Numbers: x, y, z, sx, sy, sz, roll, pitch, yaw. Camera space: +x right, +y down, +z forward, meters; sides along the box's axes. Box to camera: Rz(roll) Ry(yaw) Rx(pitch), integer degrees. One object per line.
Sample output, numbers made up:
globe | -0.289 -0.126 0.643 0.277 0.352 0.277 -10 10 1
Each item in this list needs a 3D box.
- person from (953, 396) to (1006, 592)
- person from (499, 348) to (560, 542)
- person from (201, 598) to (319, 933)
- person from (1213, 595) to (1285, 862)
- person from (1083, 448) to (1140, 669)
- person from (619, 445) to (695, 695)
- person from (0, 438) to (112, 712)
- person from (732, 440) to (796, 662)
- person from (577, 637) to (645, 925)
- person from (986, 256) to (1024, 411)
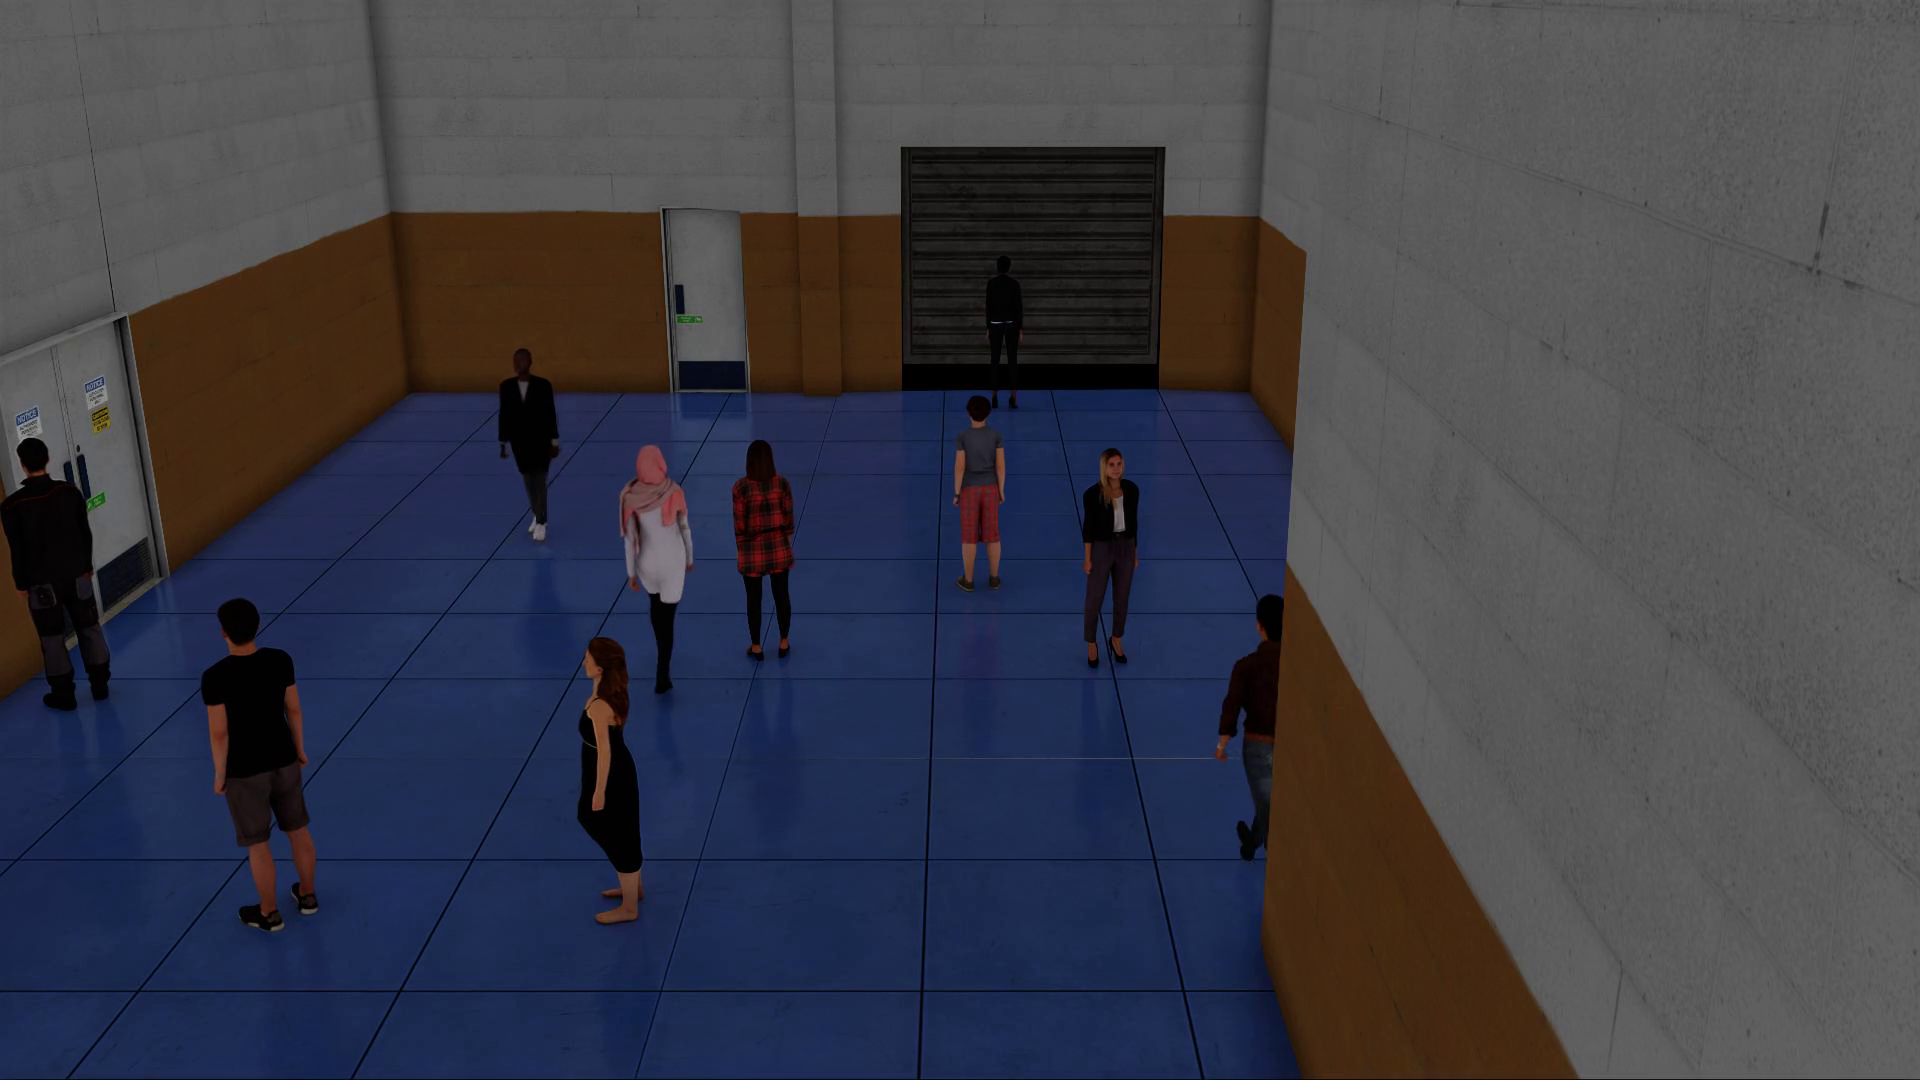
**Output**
person | 0.160 -0.389 13.835 0.510 1.651 0.680 -3 19 -8
person | -3.898 -0.908 15.252 0.808 1.742 0.772 2 19 6
person | -3.720 1.188 8.849 0.808 1.861 0.758 17 25 40
person | 1.718 1.218 8.984 1.137 1.719 0.893 -4 19 -11
person | 1.113 0.125 12.300 0.580 1.671 0.726 -6 20 -18
person | -2.127 0.243 11.818 1.120 1.755 0.682 0 19 0
person | -6.292 0.224 11.576 0.824 1.946 0.781 16 24 39
person | -1.459 0.071 12.410 0.587 1.704 0.732 -6 19 -16
person | -1.868 1.282 8.941 0.543 1.624 0.563 0 19 0
person | 0.520 -2.452 19.686 0.535 1.834 0.705 5 19 13
